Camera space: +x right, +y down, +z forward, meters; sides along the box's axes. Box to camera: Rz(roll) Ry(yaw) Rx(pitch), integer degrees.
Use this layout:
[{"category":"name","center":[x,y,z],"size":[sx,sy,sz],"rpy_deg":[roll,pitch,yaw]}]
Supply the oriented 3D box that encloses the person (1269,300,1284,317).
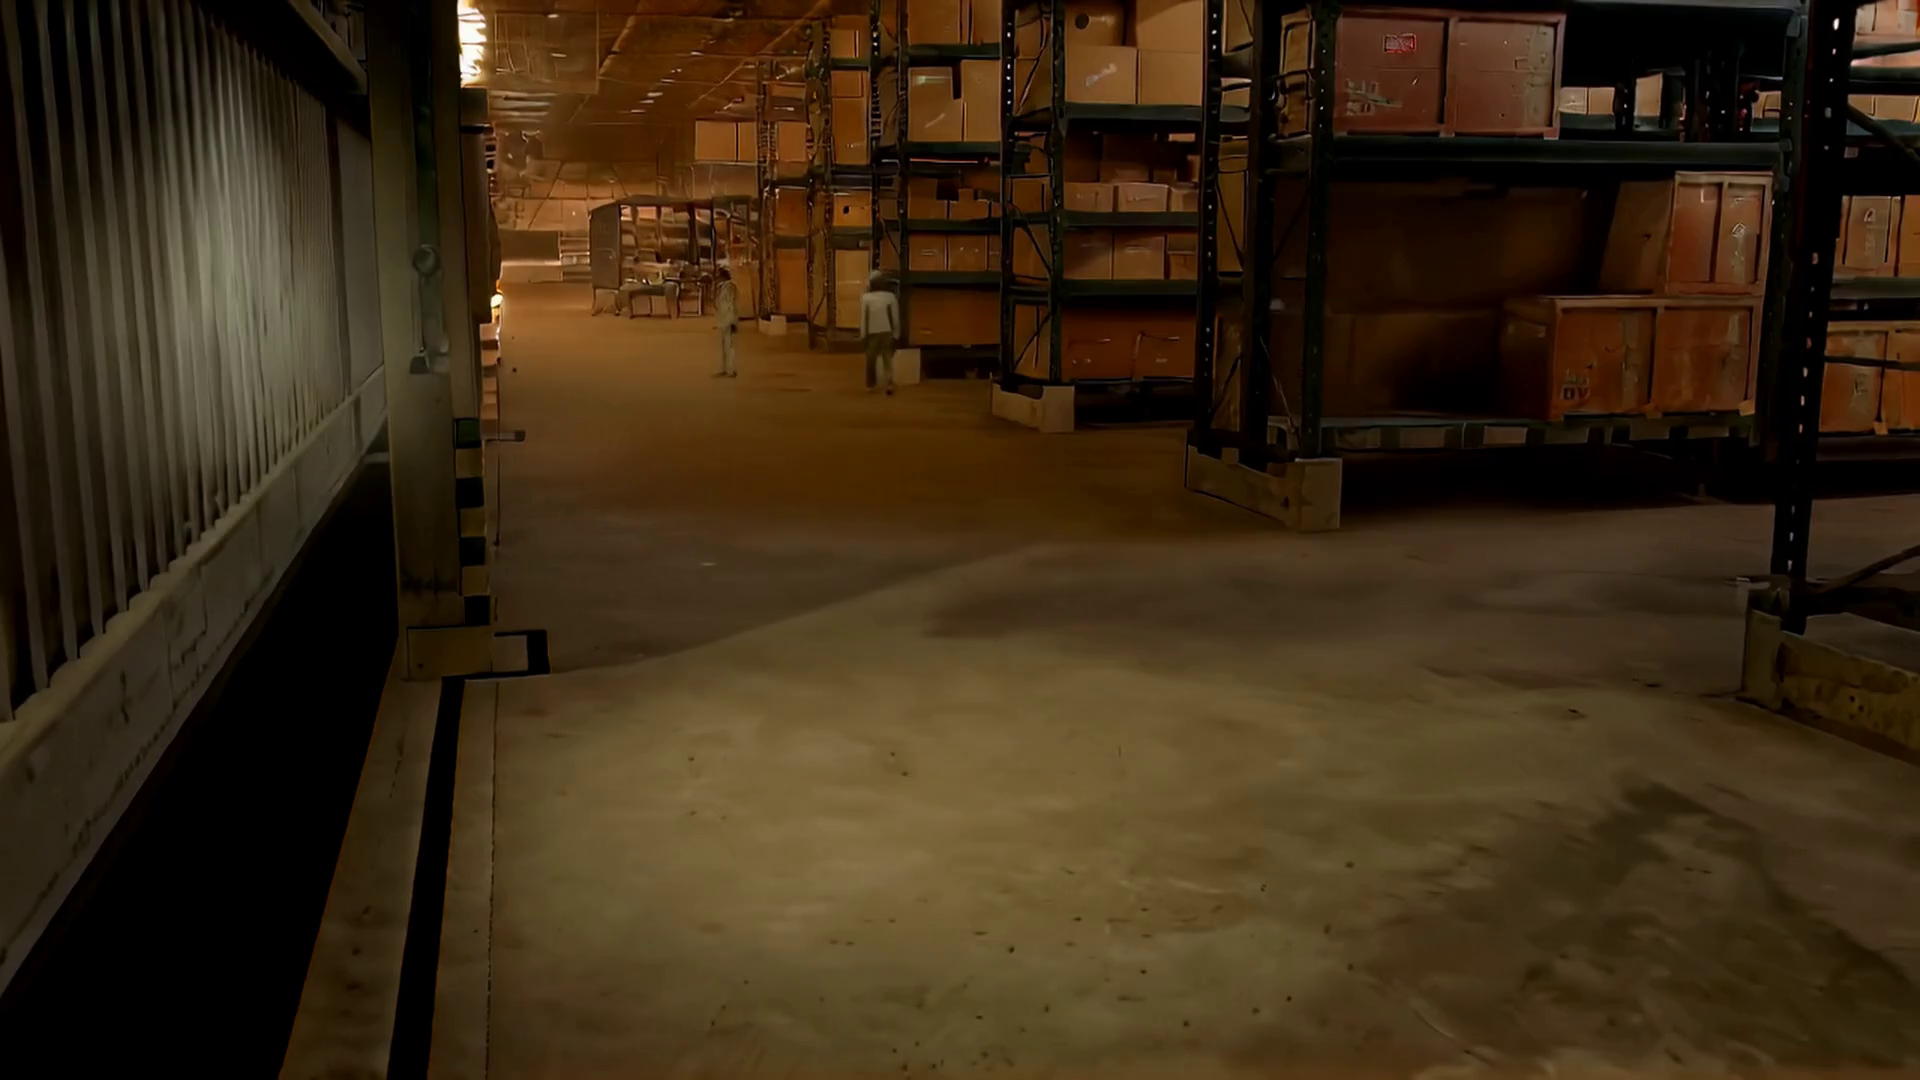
[{"category":"person","center":[3.247,-1.953,17.489],"size":[0.820,1.811,0.594],"rpy_deg":[-1,10,-5]}]

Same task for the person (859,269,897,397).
[{"category":"person","center":[-1.088,-2.793,22.446],"size":[0.541,1.728,0.895],"rpy_deg":[-3,11,-18]}]

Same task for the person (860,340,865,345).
[{"category":"person","center":[-1.842,-5.007,34.387],"size":[0.506,1.934,0.633],"rpy_deg":[-5,11,-28]}]

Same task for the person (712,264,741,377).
[{"category":"person","center":[-3.640,-3.405,25.829],"size":[0.564,1.755,0.323],"rpy_deg":[8,13,40]}]
